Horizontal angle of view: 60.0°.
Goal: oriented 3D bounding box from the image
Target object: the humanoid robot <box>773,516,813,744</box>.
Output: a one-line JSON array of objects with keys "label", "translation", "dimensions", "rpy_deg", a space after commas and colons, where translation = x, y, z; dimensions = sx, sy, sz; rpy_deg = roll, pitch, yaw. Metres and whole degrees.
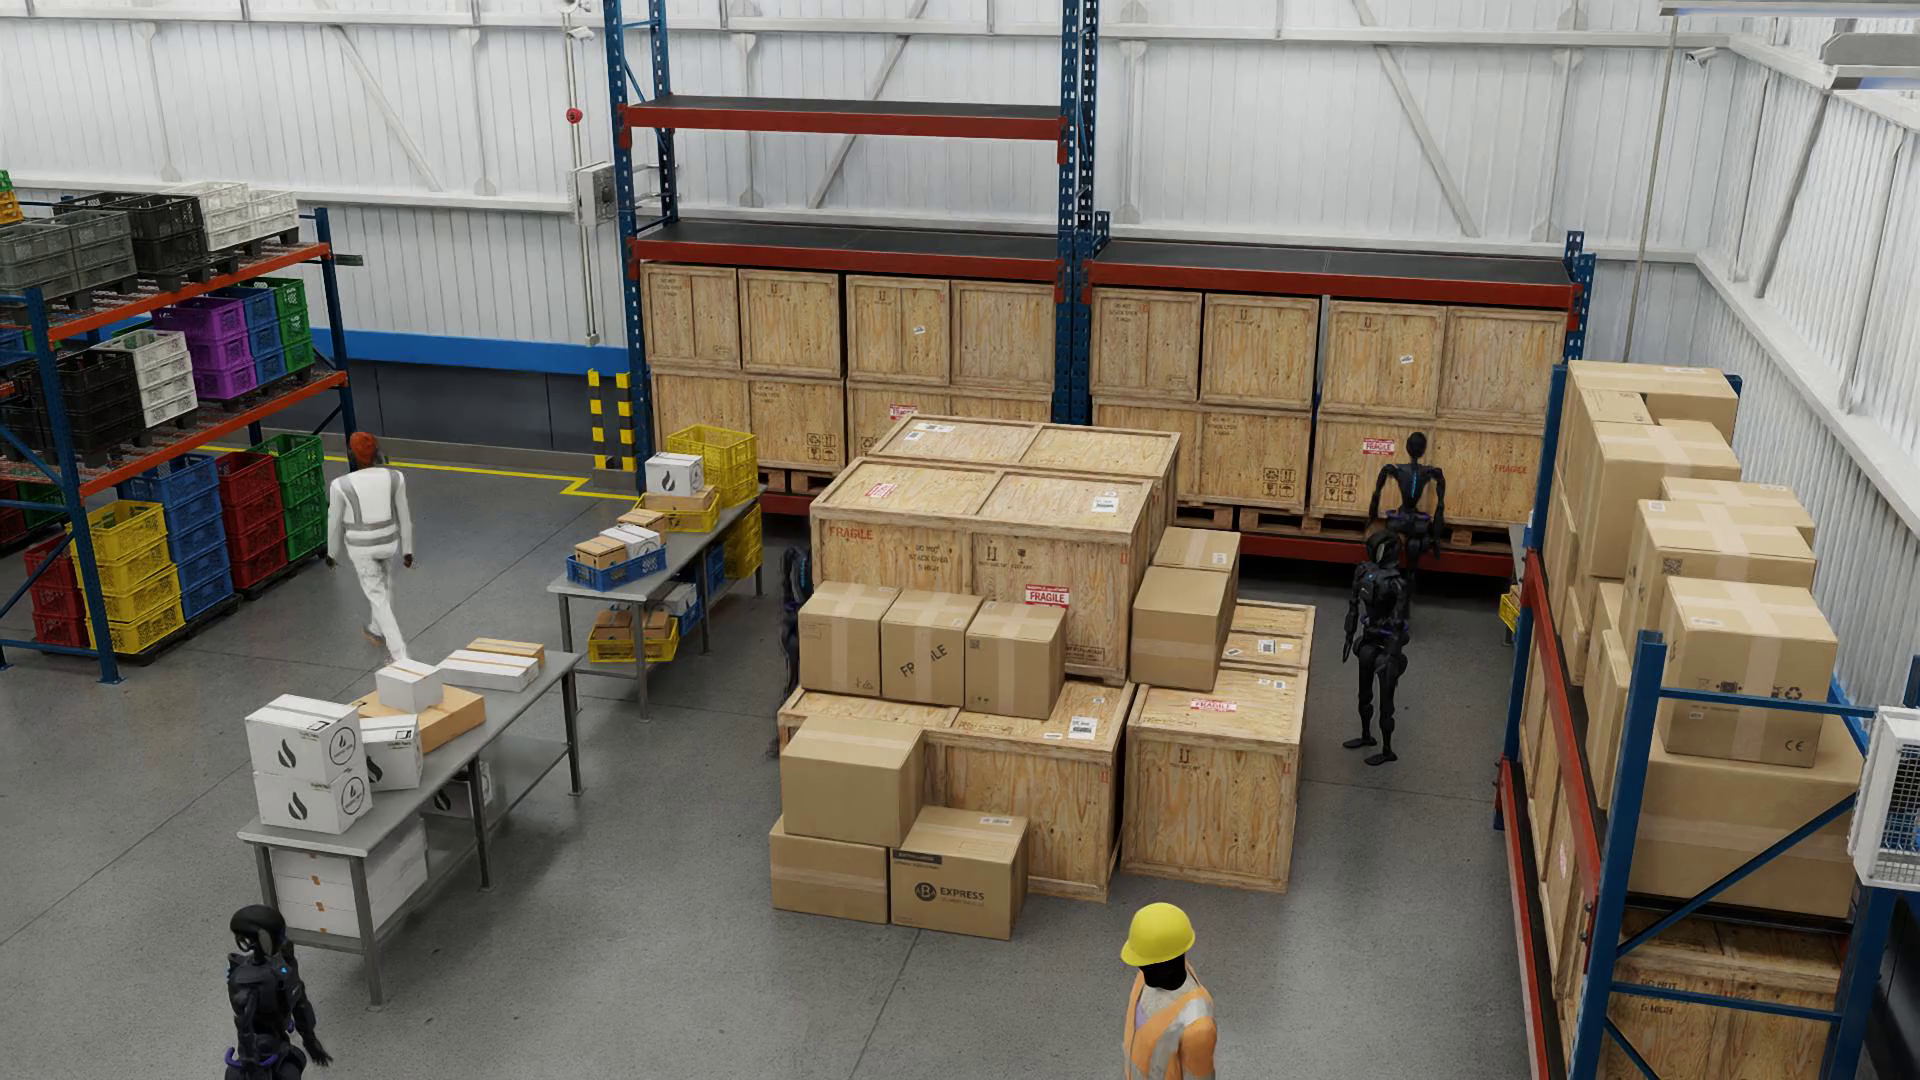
[{"label": "humanoid robot", "translation": [-1.066, 0.635, 11.490], "dimensions": [0.568, 1.644, 0.729], "rpy_deg": [8, 22, 20]}]

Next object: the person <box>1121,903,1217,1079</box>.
[{"label": "person", "translation": [0.806, 2.295, 6.732], "dimensions": [0.373, 1.918, 0.584], "rpy_deg": [-6, 22, -16]}]

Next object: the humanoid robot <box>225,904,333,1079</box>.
[{"label": "humanoid robot", "translation": [-2.928, 2.276, 7.118], "dimensions": [0.332, 1.651, 0.569], "rpy_deg": [0, 21, -1]}]

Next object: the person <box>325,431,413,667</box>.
[{"label": "person", "translation": [-4.477, 0.066, 12.684], "dimensions": [0.588, 1.840, 0.977], "rpy_deg": [-19, 28, -41]}]

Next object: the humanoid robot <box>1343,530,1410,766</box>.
[{"label": "humanoid robot", "translation": [2.804, 0.715, 11.202], "dimensions": [0.351, 1.651, 0.565], "rpy_deg": [-10, 23, -25]}]

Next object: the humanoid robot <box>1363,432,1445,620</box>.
[{"label": "humanoid robot", "translation": [3.553, -0.073, 13.301], "dimensions": [0.574, 1.655, 0.538], "rpy_deg": [1, 21, 3]}]
